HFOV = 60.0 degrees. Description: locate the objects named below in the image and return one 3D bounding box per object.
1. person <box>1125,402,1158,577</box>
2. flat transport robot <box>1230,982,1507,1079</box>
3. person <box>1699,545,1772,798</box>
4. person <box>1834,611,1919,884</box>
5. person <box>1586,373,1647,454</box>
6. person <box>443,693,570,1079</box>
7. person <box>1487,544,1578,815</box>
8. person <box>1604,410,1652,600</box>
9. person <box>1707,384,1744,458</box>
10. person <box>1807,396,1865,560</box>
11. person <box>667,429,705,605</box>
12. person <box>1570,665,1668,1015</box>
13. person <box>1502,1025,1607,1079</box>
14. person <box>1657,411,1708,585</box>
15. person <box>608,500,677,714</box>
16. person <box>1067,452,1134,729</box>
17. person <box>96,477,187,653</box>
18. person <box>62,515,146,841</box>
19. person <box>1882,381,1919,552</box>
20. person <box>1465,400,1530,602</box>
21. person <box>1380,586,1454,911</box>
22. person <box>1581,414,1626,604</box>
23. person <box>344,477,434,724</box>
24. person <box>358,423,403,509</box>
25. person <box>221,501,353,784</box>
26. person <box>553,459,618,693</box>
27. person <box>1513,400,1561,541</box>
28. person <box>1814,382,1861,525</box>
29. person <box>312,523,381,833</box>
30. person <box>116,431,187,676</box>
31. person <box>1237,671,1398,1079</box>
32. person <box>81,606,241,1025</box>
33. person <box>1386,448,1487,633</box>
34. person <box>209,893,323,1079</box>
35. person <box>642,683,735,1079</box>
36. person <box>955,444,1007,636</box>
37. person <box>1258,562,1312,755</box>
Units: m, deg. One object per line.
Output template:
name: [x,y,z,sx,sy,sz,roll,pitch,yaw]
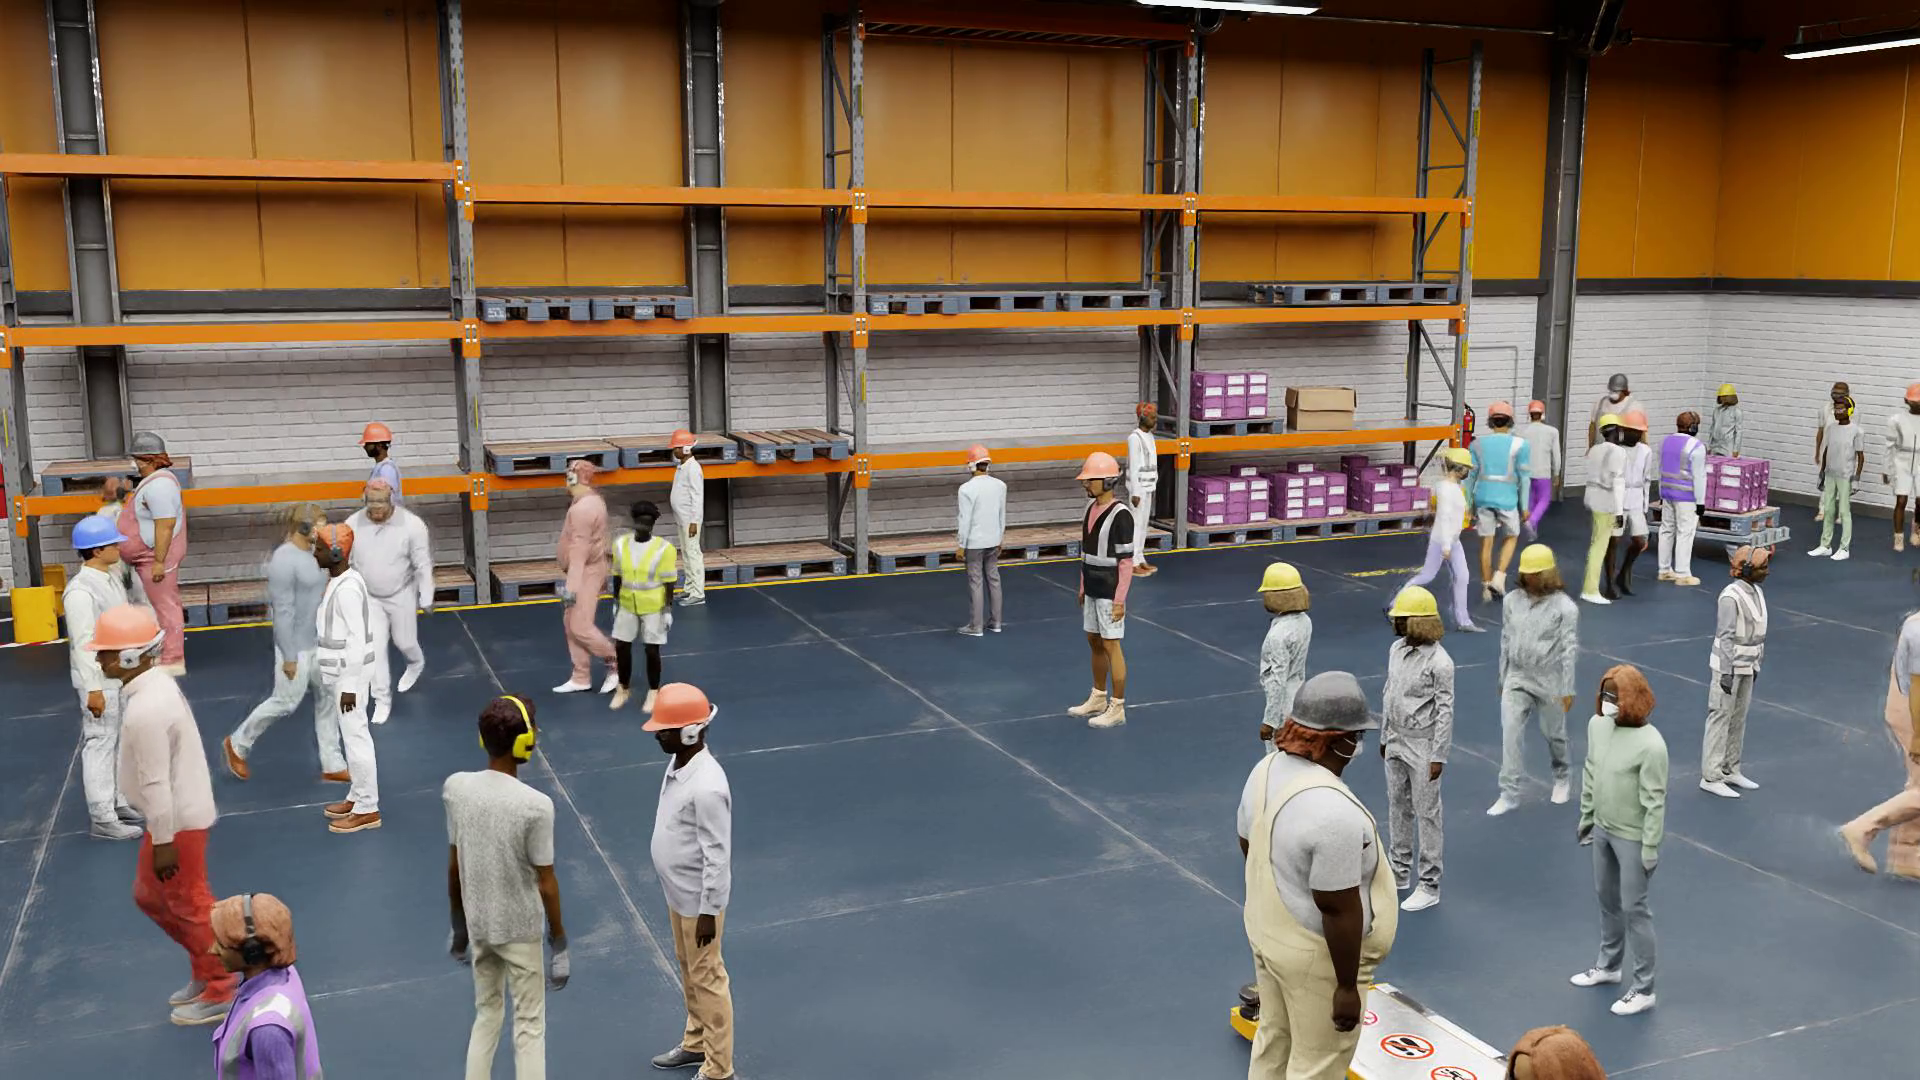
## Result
person: [1.974,-0.554,18.050,0.337,1.883,0.584,4,11,23]
flat transport robot: [1.807,2.177,6.966,0.652,0.197,1.431,-5,11,-25]
person: [5.022,0.841,10.756,0.520,1.633,0.315,-9,13,-42]
person: [5.236,1.017,9.157,0.481,1.831,0.540,7,12,36]
person: [8.577,-1.243,21.572,0.934,2.000,0.705,-7,12,-34]
person: [-1.719,1.494,6.345,0.552,1.858,0.345,4,11,23]
person: [3.632,0.867,10.424,0.500,1.753,0.588,9,13,41]
person: [6.711,-0.358,16.805,0.576,1.930,0.384,-1,10,-4]
person: [10.257,-1.231,22.363,0.306,1.741,0.494,-4,11,-23]
person: [10.030,-0.708,18.986,0.314,1.869,0.536,-4,11,-23]
person: [-2.732,-0.230,16.571,0.337,1.748,0.575,-4,11,-23]
person: [3.075,1.373,7.727,0.311,1.624,0.514,-3,10,-14]
person: [1.452,1.984,4.155,0.269,1.631,0.508,-4,11,-23]
person: [7.636,-0.446,17.590,0.429,1.838,0.628,-3,10,-18]
person: [-2.378,0.506,12.553,0.568,1.662,0.401,3,10,16]
person: [1.034,0.367,12.290,0.377,2.041,0.616,-4,11,-23]
person: [-7.213,0.248,14.286,0.524,1.585,0.900,7,12,36]
person: [-5.120,0.817,9.960,0.375,1.950,0.614,-2,10,-11]
person: [11.095,-0.843,19.346,0.675,2.017,0.538,6,11,30]
person: [5.391,-0.387,16.694,0.638,2.017,0.472,6,12,33]
person: [2.413,1.104,8.909,0.302,1.743,0.494,-4,11,-23]
person: [6.462,-0.319,16.742,0.456,1.877,0.664,-1,10,-6]
person: [-4.334,0.399,12.709,0.653,1.854,0.895,-1,10,-7]
person: [-5.342,-0.120,15.402,0.360,1.935,0.552,-4,11,-23]
person: [-4.409,0.683,10.915,0.917,1.899,0.634,1,10,5]
person: [-2.946,0.302,13.157,0.542,1.891,0.705,-3,10,-15]
person: [6.916,-0.821,20.037,0.569,1.725,0.567,8,12,37]
person: [11.314,-1.125,21.481,0.340,1.842,0.505,-9,13,-43]
person: [-3.727,0.827,10.099,0.343,1.882,0.586,-4,11,-23]
person: [-6.685,0.113,13.764,0.538,2.000,0.689,-4,11,-23]
person: [1.311,1.458,6.014,0.536,2.000,0.688,-3,10,-15]
person: [-3.575,1.248,7.481,0.556,1.960,0.622,-5,11,-26]
person: [4.425,-0.007,15.403,0.887,1.717,0.529,6,12,32]
person: [-2.053,1.838,4.985,0.306,1.637,0.524,-4,11,-23]
person: [-1.131,1.444,6.924,0.337,1.748,0.575,-4,11,-23]
person: [0.172,-0.004,15.261,0.573,1.749,0.342,-9,13,-42]
person: [1.852,0.986,9.606,0.304,1.739,0.485,5,11,28]
